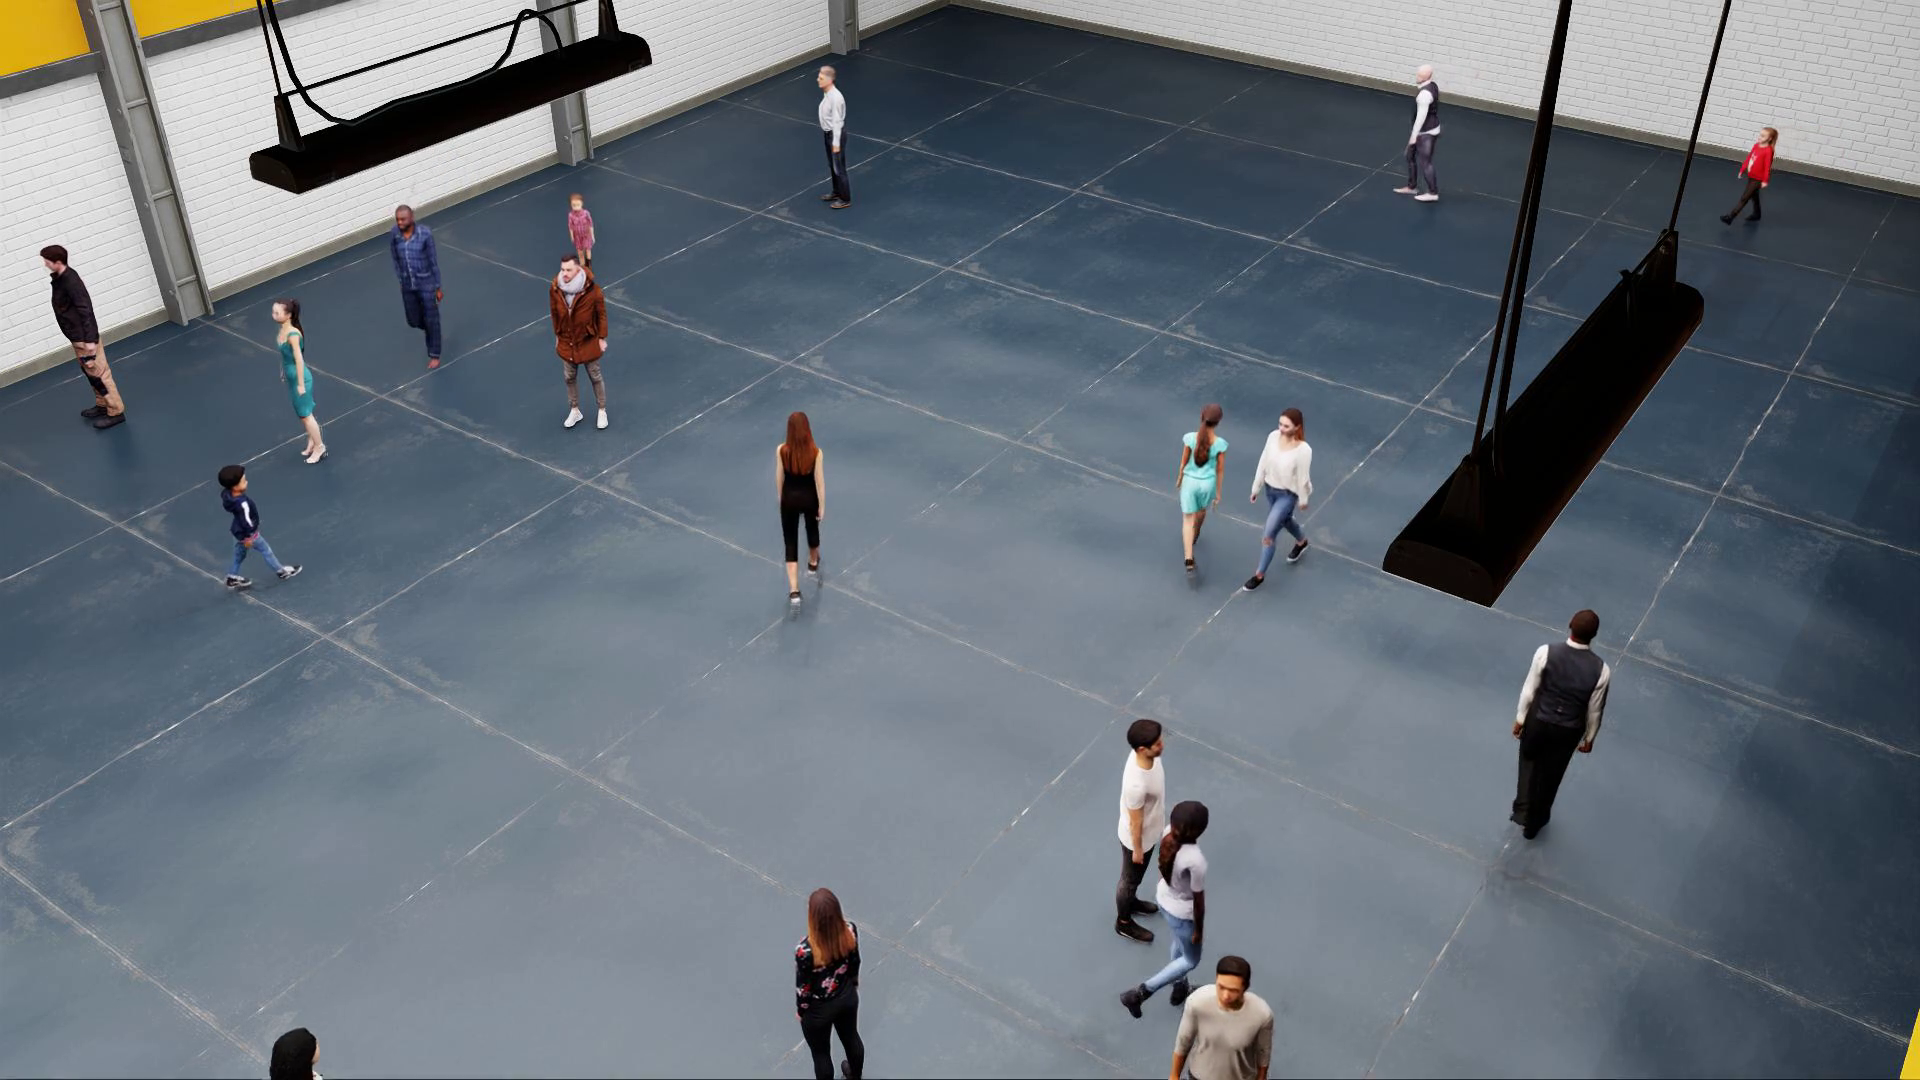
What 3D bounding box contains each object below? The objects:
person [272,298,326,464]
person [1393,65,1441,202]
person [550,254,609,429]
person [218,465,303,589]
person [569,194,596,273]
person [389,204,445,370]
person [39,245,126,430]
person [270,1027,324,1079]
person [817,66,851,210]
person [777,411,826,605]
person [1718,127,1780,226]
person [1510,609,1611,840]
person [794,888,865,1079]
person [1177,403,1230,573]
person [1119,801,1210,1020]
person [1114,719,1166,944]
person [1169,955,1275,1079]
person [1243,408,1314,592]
[{"bbox_3d":[-6.331,-1.528,15.892,0.633,1.683,0.648,-18,37,-25],"label":"person"},{"bbox_3d":[6.021,-5.190,21.309,0.913,1.784,0.882,14,36,19],"label":"person"},{"bbox_3d":[-3.753,-1.973,16.420,0.831,1.838,0.858,3,34,4],"label":"person"},{"bbox_3d":[-6.147,-0.089,14.171,0.905,1.190,0.693,-22,39,-29],"label":"person"},{"bbox_3d":[-4.457,-3.632,19.673,0.699,1.000,0.735,-9,35,-13],"label":"person"},{"bbox_3d":[-5.671,-2.733,17.595,0.866,1.804,0.943,3,34,4],"label":"person"},{"bbox_3d":[-8.669,-2.033,16.436,0.689,1.921,0.752,-26,41,-33],"label":"person"},{"bbox_3d":[-3.472,3.270,8.694,1.173,1.659,0.789,-24,41,-32],"label":"person"},{"bbox_3d":[-1.601,-5.158,21.233,0.745,1.816,0.729,-13,36,-19],"label":"person"},{"bbox_3d":[-1.366,-0.251,13.962,0.997,1.692,1.185,0,34,0],"label":"person"},{"bbox_3d":[10.018,-4.533,20.806,0.931,1.248,0.873,-6,34,-9],"label":"person"},{"bbox_3d":[4.056,1.324,11.400,0.753,1.904,0.757,16,37,22],"label":"person"},{"bbox_3d":[-0.756,2.648,9.609,0.537,1.683,0.693,-23,40,-31],"label":"person"},{"bbox_3d":[2.058,-0.429,14.387,0.874,1.519,1.142,4,34,5],"label":"person"},{"bbox_3d":[1.275,2.278,10.143,0.995,1.708,0.864,-13,36,-19],"label":"person"},{"bbox_3d":[1.161,1.849,10.775,0.752,1.722,0.601,8,34,12],"label":"person"},{"bbox_3d":[1.463,2.874,9.174,0.804,1.788,0.973,12,35,17],"label":"person"},{"bbox_3d":[2.805,-0.412,14.242,1.170,1.651,0.856,-22,39,-29],"label":"person"}]
